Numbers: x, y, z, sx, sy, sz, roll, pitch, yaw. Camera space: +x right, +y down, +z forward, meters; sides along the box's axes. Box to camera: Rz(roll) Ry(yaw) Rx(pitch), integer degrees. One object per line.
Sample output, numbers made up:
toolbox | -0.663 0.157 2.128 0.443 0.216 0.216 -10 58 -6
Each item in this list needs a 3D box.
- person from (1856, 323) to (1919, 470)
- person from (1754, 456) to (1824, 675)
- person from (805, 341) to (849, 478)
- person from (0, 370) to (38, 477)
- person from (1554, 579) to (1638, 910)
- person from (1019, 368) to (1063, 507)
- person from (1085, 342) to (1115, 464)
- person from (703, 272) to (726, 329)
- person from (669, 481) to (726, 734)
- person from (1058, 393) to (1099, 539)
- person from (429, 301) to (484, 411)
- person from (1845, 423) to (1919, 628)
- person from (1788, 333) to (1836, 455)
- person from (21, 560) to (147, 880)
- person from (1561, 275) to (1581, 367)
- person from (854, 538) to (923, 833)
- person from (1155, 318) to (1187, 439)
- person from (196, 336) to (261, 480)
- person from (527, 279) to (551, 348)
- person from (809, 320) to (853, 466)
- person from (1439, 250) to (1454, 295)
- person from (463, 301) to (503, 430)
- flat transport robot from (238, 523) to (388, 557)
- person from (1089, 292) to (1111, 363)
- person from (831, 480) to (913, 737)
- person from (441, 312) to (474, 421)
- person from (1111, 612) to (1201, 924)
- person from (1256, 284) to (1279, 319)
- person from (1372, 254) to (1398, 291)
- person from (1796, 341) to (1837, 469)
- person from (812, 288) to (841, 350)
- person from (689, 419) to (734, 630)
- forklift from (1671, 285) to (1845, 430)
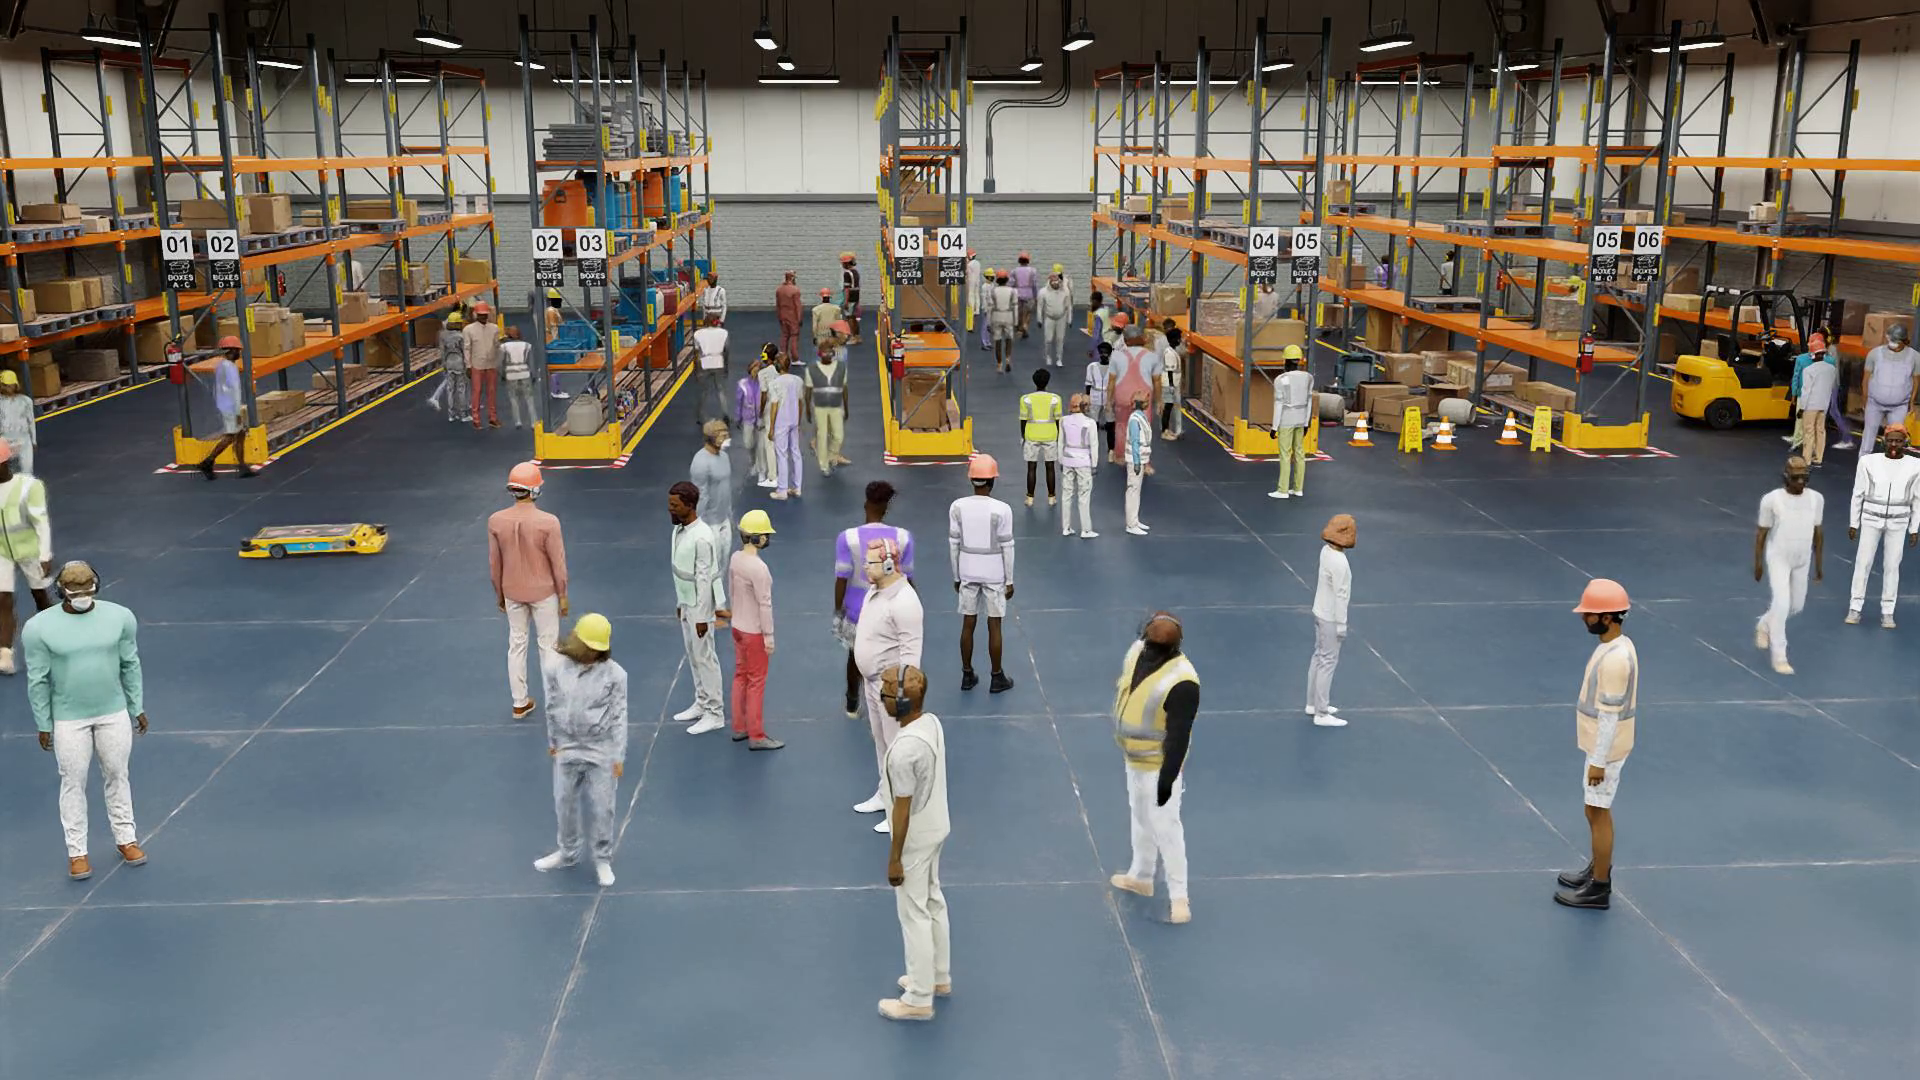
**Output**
person | 12.491 -1.910 22.359 0.672 2.000 0.536 6 15 25
person | 6.954 0.169 14.034 0.520 1.822 0.777 -1 13 -2
person | -1.760 -1.737 22.077 0.604 1.825 0.461 -4 14 -17
person | -11.419 -1.212 20.083 0.488 1.720 0.728 -9 16 -33
person | 3.669 1.168 9.580 0.386 1.924 0.548 5 14 19
person | 0.984 -1.238 20.251 0.535 1.697 0.318 0 13 -1
person | 1.988 -1.904 23.072 0.534 1.697 0.318 3 14 11
person | -4.947 -4.448 33.451 0.572 1.883 0.353 9 16 34
person | -1.973 0.488 12.487 0.391 1.911 0.588 -7 15 -26
person | 1.322 -0.830 18.648 0.514 1.637 0.314 10 17 36
person | -8.435 -3.061 27.689 0.749 1.846 0.582 -11 17 -38
person | 8.436 -0.136 15.182 0.580 1.883 0.352 7 15 26
person | 12.169 -2.097 23.796 0.352 1.743 0.559 -12 18 -42
person | -5.227 1.059 10.006 0.627 1.938 0.372 -11 17 -38
person | 12.294 -4.386 33.339 0.446 1.823 0.664 2 13 7
person | -0.478 0.919 10.663 0.405 1.906 0.653 -5 14 -22
person | 3.202 -2.468 25.240 0.536 1.809 1.006 -1 13 -6
person | -9.721 -1.725 21.919 0.795 1.886 0.643 -11 17 -38
person | -8.829 -4.768 35.069 0.547 1.747 0.591 -3 14 -14
person | -1.755 -2.019 22.901 0.528 2.004 0.640 7 15 27
person | 11.968 -6.151 40.719 0.513 1.860 0.315 -4 14 -15
person | -7.395 -2.714 25.881 0.621 1.989 0.411 -11 17 -40
flat transport robot | -7.017 -0.004 18.078 1.431 0.197 0.652 -2 14 -10
person | 2.481 -3.401 29.041 0.390 1.878 0.722 4 14 15
person | -0.663 0.500 12.437 0.651 1.927 0.875 -3 14 -14
person | -8.055 -2.773 26.651 0.493 1.743 0.313 5 14 19
person | 1.093 1.250 9.499 0.432 1.809 0.700 -5 14 -20
person | 6.413 -4.622 34.750 0.511 1.616 0.443 -1 13 -6
person | 10.085 -5.873 39.580 0.633 1.839 0.429 -3 14 -11
person | 11.641 -1.843 22.700 0.564 1.747 0.339 -6 14 -23
person | -2.495 -3.842 31.150 0.563 1.755 0.320 -5 14 -19
person | -2.250 -0.152 15.153 0.371 1.933 0.626 3 14 14
forklift | 12.503 -2.886 26.166 2.313 2.155 1.214 -1 13 -3
